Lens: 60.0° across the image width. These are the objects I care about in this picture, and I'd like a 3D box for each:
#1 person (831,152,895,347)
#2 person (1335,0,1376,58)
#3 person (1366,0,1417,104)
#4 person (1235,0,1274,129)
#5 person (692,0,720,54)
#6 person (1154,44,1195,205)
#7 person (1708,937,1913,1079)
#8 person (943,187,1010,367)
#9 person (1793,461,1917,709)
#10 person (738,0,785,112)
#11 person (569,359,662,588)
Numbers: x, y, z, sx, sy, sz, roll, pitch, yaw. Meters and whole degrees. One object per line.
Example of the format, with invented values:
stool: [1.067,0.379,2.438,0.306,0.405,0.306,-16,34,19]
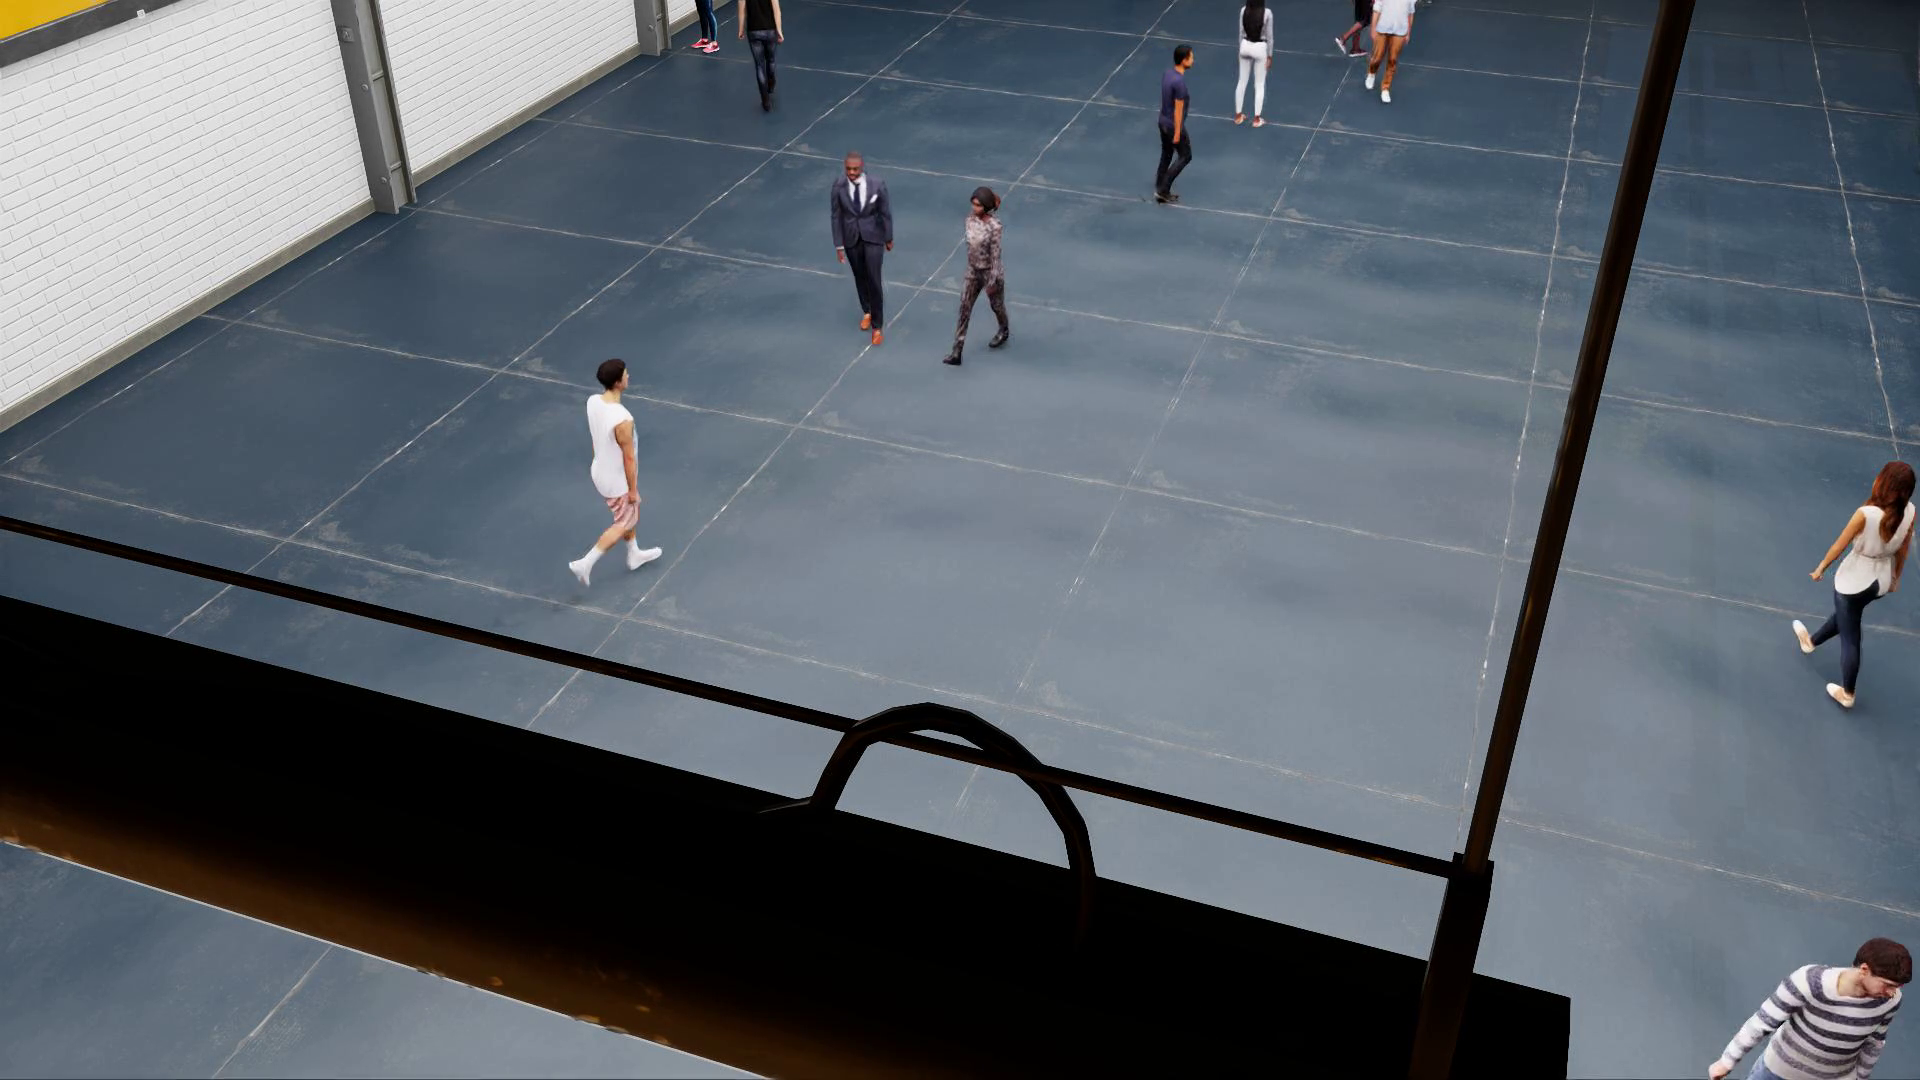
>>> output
person: [-0.899,-2.827,15.616,0.810,1.796,0.957,4,34,6]
person: [5.378,-7.388,22.524,0.959,1.745,0.900,-15,36,-21]
person: [5.478,-6.540,21.184,0.825,1.816,0.929,1,34,2]
person: [3.586,-5.940,20.365,0.643,1.724,0.607,19,38,27]
person: [-3.545,-7.617,22.887,0.675,1.724,0.647,-24,41,-32]
person: [2.242,-4.518,18.180,0.827,1.774,0.757,-10,35,-15]
person: [3.929,2.396,7.743,0.899,1.812,0.828,12,35,17]
person: [0.277,-2.420,15.128,0.831,1.658,1.240,23,40,30]
person: [5.958,0.344,10.885,0.954,1.752,1.140,-5,34,-8]
person: [-2.482,-6.317,20.808,1.063,1.861,1.257,-5,34,-7]
person: [-2.575,-0.442,12.062,1.144,1.758,0.980,-25,41,-33]
